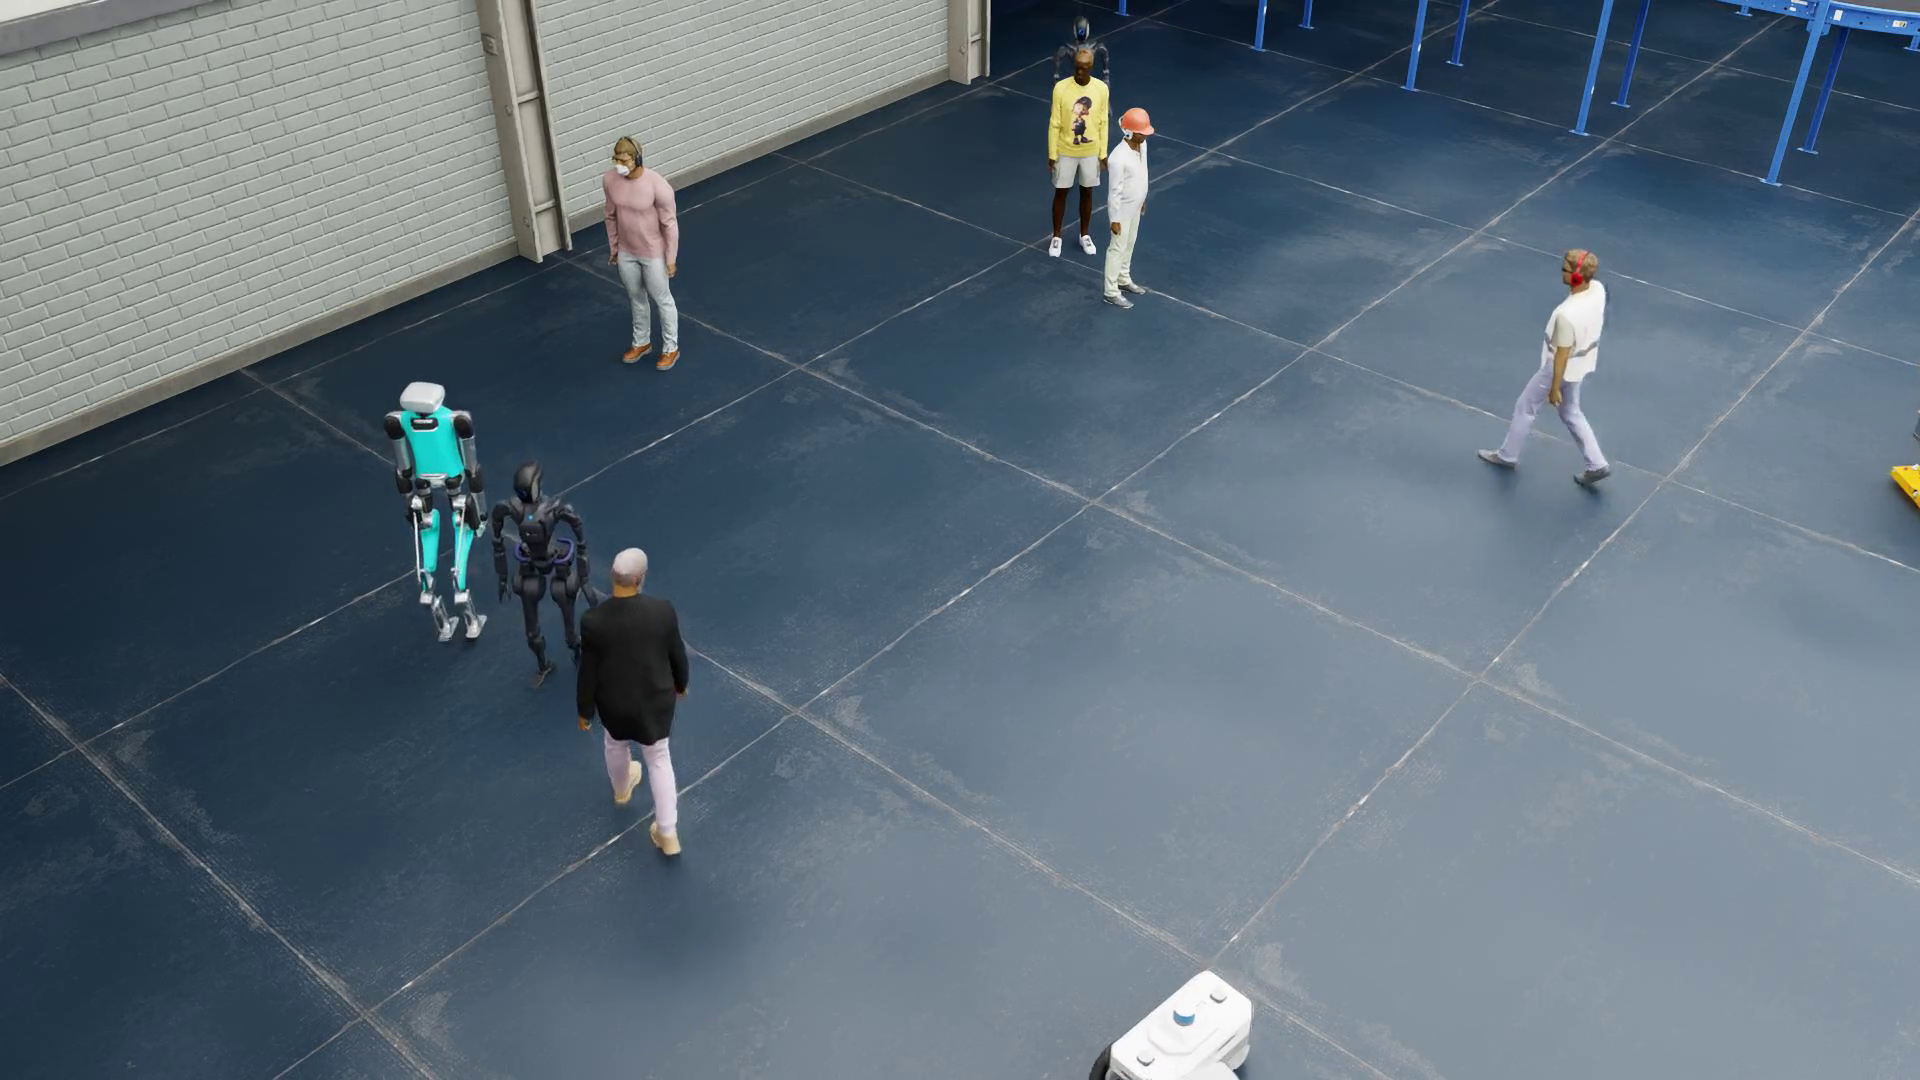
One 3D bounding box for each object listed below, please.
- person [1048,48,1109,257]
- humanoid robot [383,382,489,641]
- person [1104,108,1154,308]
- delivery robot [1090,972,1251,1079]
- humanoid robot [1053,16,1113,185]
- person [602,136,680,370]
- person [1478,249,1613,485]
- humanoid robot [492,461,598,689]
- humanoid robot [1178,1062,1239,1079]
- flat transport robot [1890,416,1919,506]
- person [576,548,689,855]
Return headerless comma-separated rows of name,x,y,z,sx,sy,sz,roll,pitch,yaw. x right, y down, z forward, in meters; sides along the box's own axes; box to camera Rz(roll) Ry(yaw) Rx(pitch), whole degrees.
person,1.048,-3.457,14.837,0.541,1.900,0.373,-3,36,-4
humanoid robot,-3.190,-0.069,10.177,0.531,1.749,0.689,0,35,0
person,1.436,-2.822,14.078,0.345,1.745,0.561,18,39,23
delivery robot,1.029,2.379,7.788,0.769,0.580,0.499,-29,44,-34
humanoid robot,1.205,-4.275,16.207,0.609,1.630,0.740,-4,36,-6
person,-2.506,-2.264,13.130,0.634,1.936,0.356,15,38,19
person,4.300,-1.209,11.758,0.887,1.808,0.569,30,45,35
humanoid robot,-2.471,0.198,9.916,0.609,1.648,0.422,1,35,2
humanoid robot,0.716,2.519,6.582,0.560,1.751,0.850,-21,41,-27
flat transport robot,7.545,-0.378,11.919,1.431,0.231,0.659,-2,36,-3
person,-1.733,0.848,8.874,0.610,1.811,0.797,-8,36,-11
